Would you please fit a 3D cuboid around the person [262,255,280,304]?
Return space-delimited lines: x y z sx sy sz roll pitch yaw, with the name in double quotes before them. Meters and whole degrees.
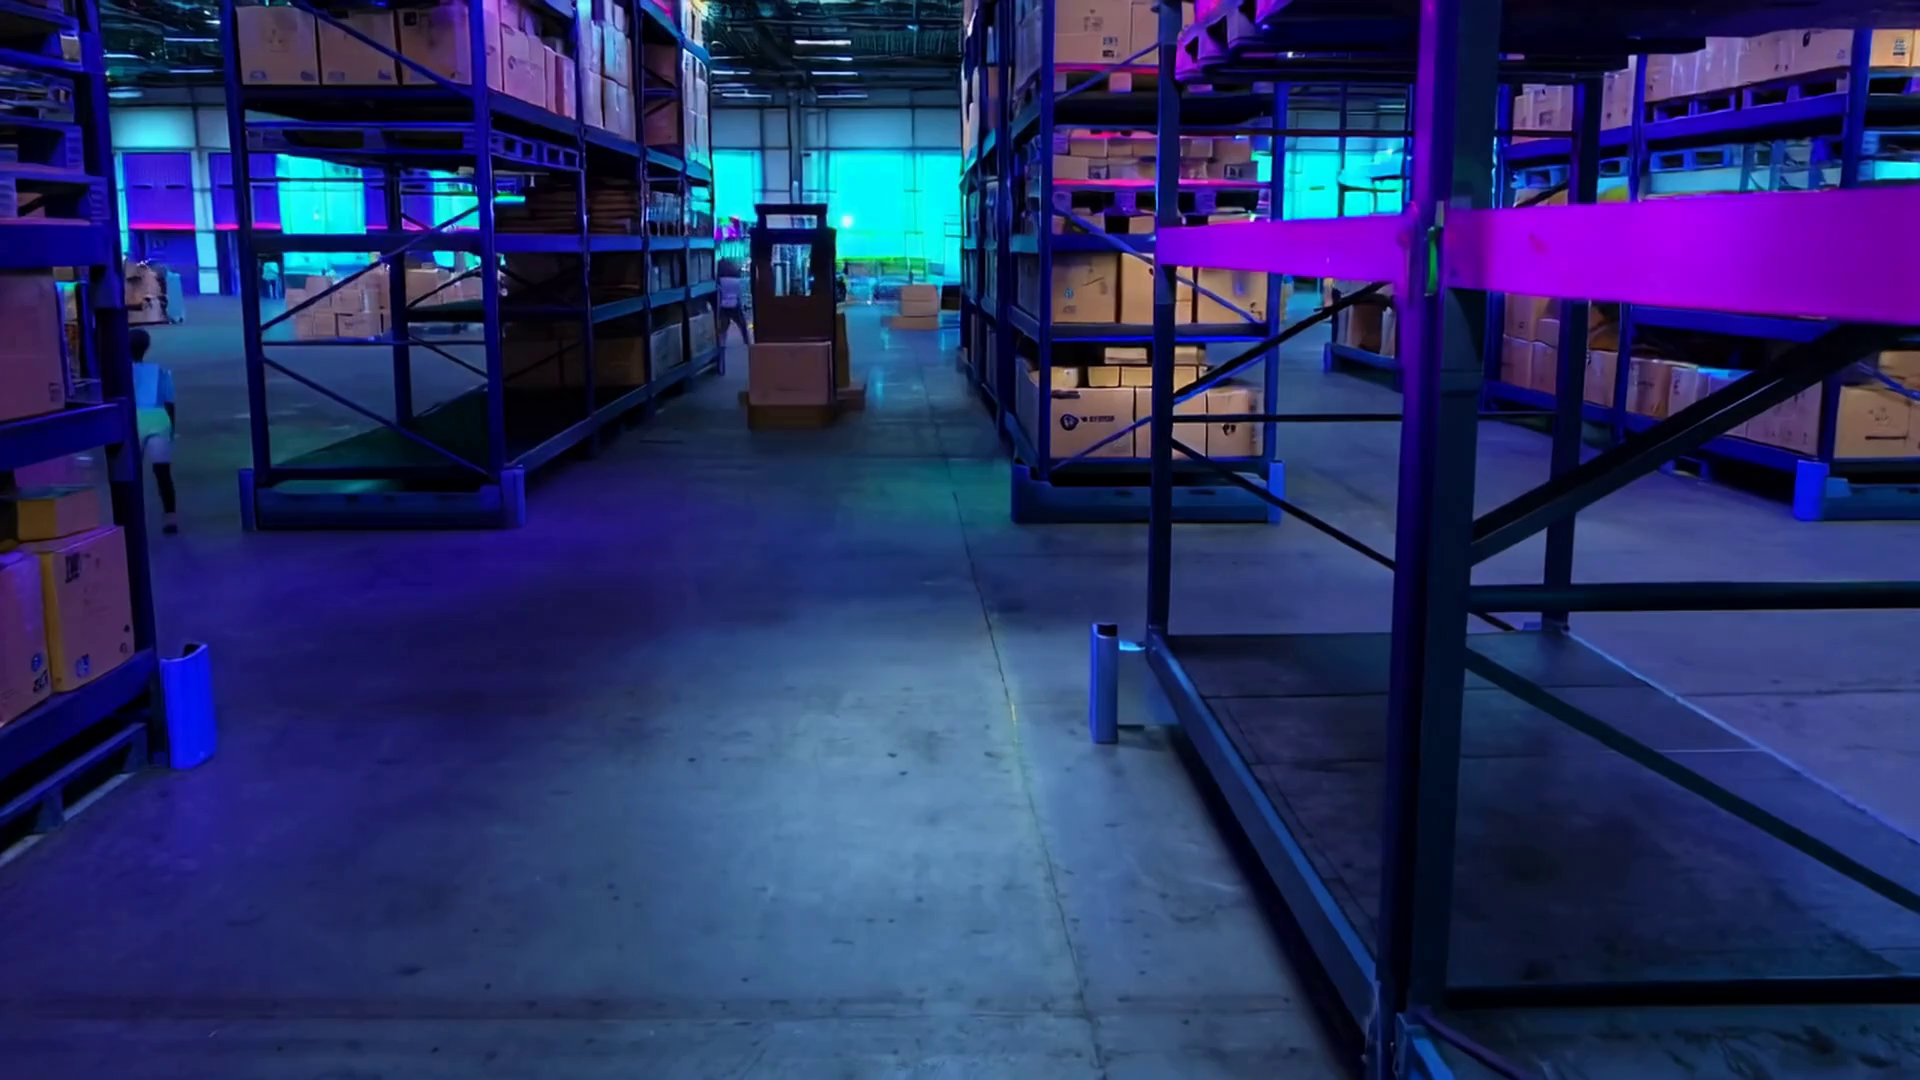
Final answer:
"person" -25.910 -9.804 62.636 0.430 1.844 0.624 8 13 39

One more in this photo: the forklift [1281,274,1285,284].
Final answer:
"forklift" 12.240 -10.302 62.509 1.129 2.768 1.873 0 10 -2

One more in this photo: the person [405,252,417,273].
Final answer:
"person" -20.629 -9.791 62.300 1.016 1.943 0.610 6 12 29

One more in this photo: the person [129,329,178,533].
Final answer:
"person" -6.588 -0.882 13.466 0.529 1.654 0.883 -8 13 -38

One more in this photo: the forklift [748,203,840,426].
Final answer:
"forklift" -2.156 -2.928 21.430 1.129 2.768 1.873 0 10 -2

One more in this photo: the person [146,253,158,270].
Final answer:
"person" -31.863 -10.371 65.636 0.779 1.903 0.592 5 11 25

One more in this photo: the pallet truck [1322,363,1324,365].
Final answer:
"pallet truck" 7.712 -4.157 30.737 1.885 1.965 0.823 3 11 16

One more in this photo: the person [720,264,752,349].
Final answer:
"person" -4.930 -5.096 36.353 0.598 1.864 1.017 5 12 28
